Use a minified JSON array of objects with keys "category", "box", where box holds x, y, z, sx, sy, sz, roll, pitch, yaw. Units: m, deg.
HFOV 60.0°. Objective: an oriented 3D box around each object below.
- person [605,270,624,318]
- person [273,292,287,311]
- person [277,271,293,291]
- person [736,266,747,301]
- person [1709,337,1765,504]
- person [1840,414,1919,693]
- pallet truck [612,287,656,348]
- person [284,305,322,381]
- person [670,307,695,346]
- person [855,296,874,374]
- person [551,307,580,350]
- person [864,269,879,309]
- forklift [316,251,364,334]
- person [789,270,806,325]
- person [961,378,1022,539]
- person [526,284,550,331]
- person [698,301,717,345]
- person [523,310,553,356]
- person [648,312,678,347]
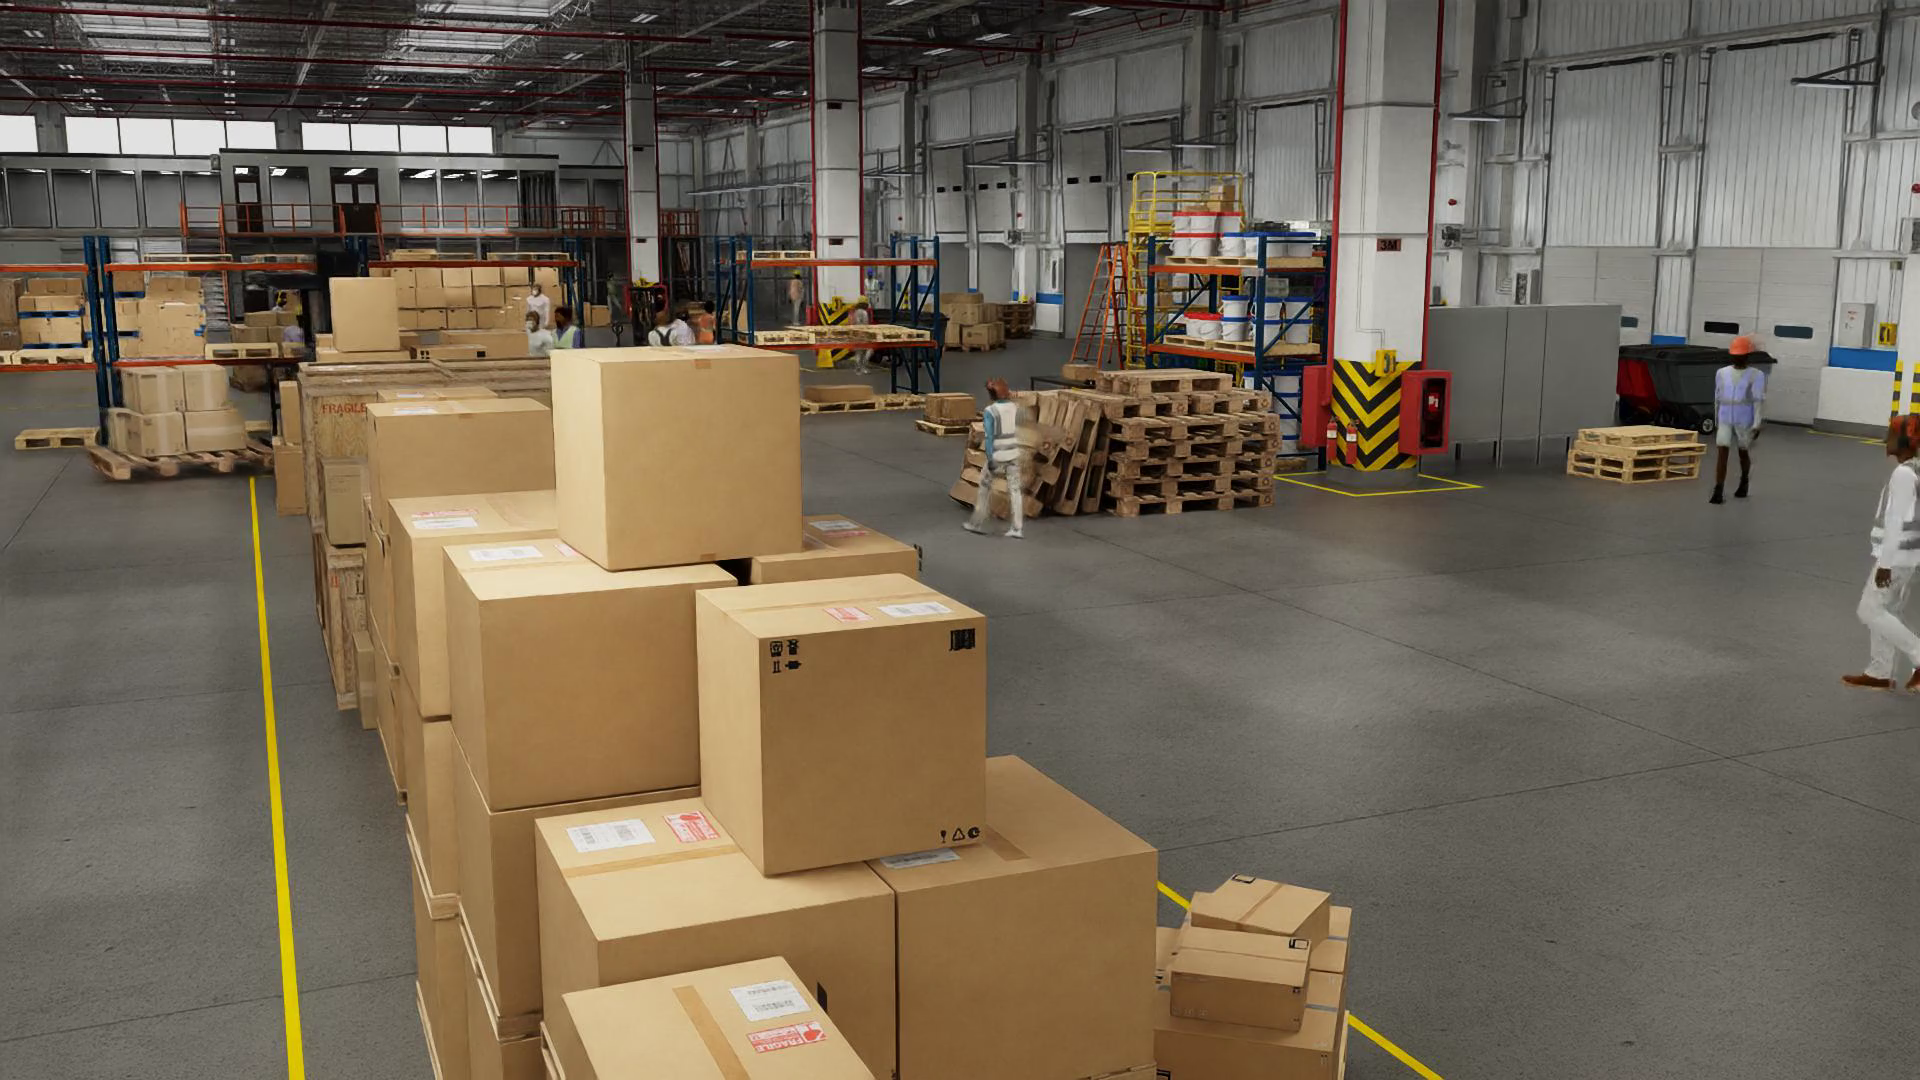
[{"category":"person","box":[-13.111,-9.296,62.864,0.637,1.821,0.784,5,11,26]},{"category":"person","box":[-14.533,-4.375,35.626,0.332,1.860,0.508,0,10,2]},{"category":"person","box":[-22.845,-8.139,56.257,0.578,1.920,0.428,-6,12,-31]},{"category":"person","box":[-9.838,-11.558,74.912,0.614,1.970,0.684,-6,12,-30]},{"category":"person","box":[8.891,-1.376,19.019,0.557,1.893,1.010,9,13,40]},{"category":"person","box":[6.152,0.114,10.846,0.532,1.869,0.606,8,13,37]},{"category":"pallet truck","box":[-6.464,-4.406,35.401,0.823,1.965,1.885,6,12,32]},{"category":"person","box":[-10.653,-2.852,27.022,0.594,1.930,0.352,-2,11,-12]},{"category":"person","box":[-4.859,-3.186,29.229,0.431,1.801,0.700,-5,12,-27]},{"category":"person","box":[-2.115,-4.532,36.814,0.484,1.723,0.513,-6,12,-31]},{"category":"person","box":[-6.318,-2.795,26.778,0.610,1.904,0.482,6,12,32]},{"category":"person","box":[-3.161,-8.579,58.577,0.619,1.931,0.553,-2,10,-11]},{"category":"forklift","box":[-8.208,-2.454,22.209,1.873,2.768,1.129,-7,13,-35]},{"category":"person","box":[-5.621,-8.417,57.766,0.611,1.900,0.659,8,13,39]},{"category":"person","box":[0.350,-0.829,16.789,0.516,1.604,0.794,-9,14,-41]},{"category":"person","box":[-10.185,-5.180,39.921,0.661,1.901,0.928,3,11,14]},{"category":"person","box":[-5.290,-4.259,35.490,0.537,1.656,0.774,6,12,28]},{"category":"person","box":[-6.458,-2.486,25.050,0.662,1.910,0.832,6,12,30]},{"category":"person","box":[-4.869,-2.836,27.305,0.537,1.797,0.953,-4,11,-23]}]
